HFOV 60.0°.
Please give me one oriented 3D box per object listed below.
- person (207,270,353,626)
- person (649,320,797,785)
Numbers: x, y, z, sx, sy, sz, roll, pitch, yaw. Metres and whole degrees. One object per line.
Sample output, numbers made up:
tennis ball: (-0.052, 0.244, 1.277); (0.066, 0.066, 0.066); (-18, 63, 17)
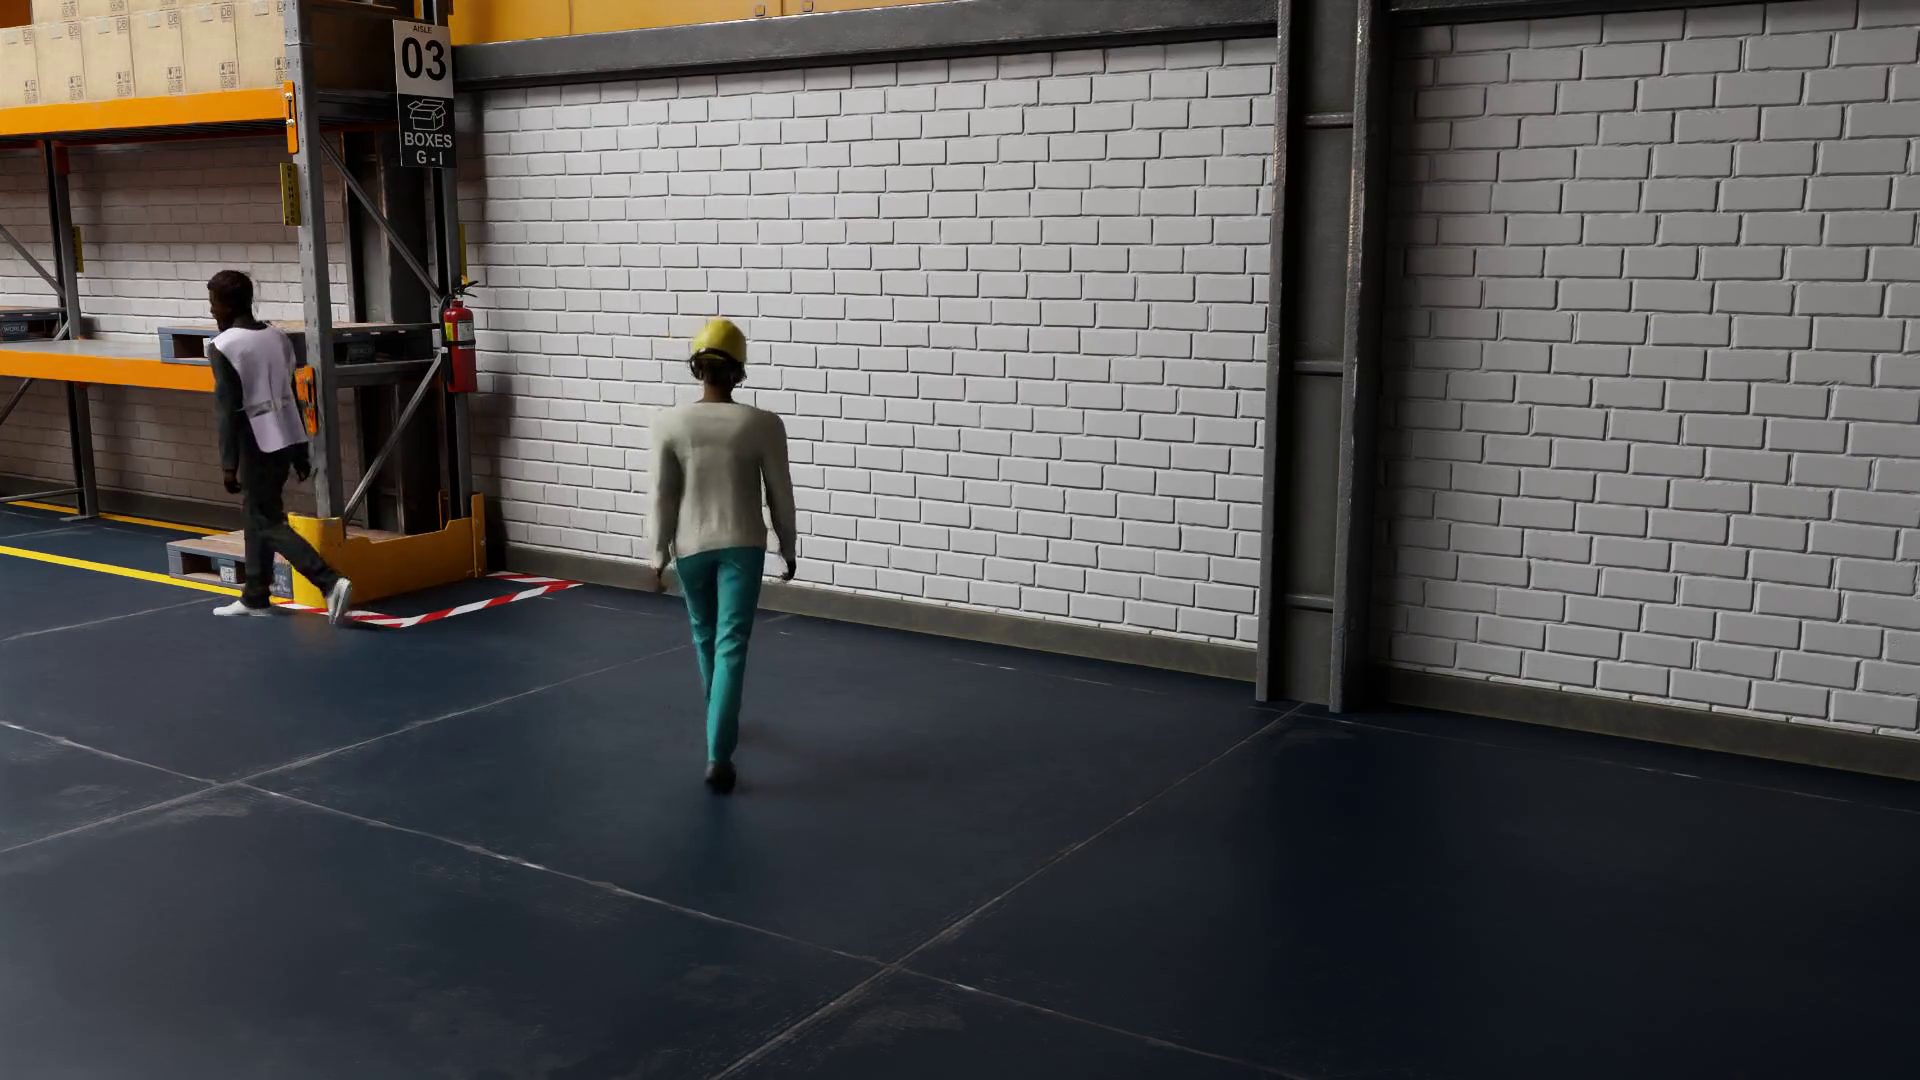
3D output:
person: (-3.592, -0.473, 8.733); (0.868, 1.880, 0.638); (2, 10, 12)
person: (-0.901, 0.024, 6.391); (0.540, 1.712, 0.956); (0, 10, 3)
